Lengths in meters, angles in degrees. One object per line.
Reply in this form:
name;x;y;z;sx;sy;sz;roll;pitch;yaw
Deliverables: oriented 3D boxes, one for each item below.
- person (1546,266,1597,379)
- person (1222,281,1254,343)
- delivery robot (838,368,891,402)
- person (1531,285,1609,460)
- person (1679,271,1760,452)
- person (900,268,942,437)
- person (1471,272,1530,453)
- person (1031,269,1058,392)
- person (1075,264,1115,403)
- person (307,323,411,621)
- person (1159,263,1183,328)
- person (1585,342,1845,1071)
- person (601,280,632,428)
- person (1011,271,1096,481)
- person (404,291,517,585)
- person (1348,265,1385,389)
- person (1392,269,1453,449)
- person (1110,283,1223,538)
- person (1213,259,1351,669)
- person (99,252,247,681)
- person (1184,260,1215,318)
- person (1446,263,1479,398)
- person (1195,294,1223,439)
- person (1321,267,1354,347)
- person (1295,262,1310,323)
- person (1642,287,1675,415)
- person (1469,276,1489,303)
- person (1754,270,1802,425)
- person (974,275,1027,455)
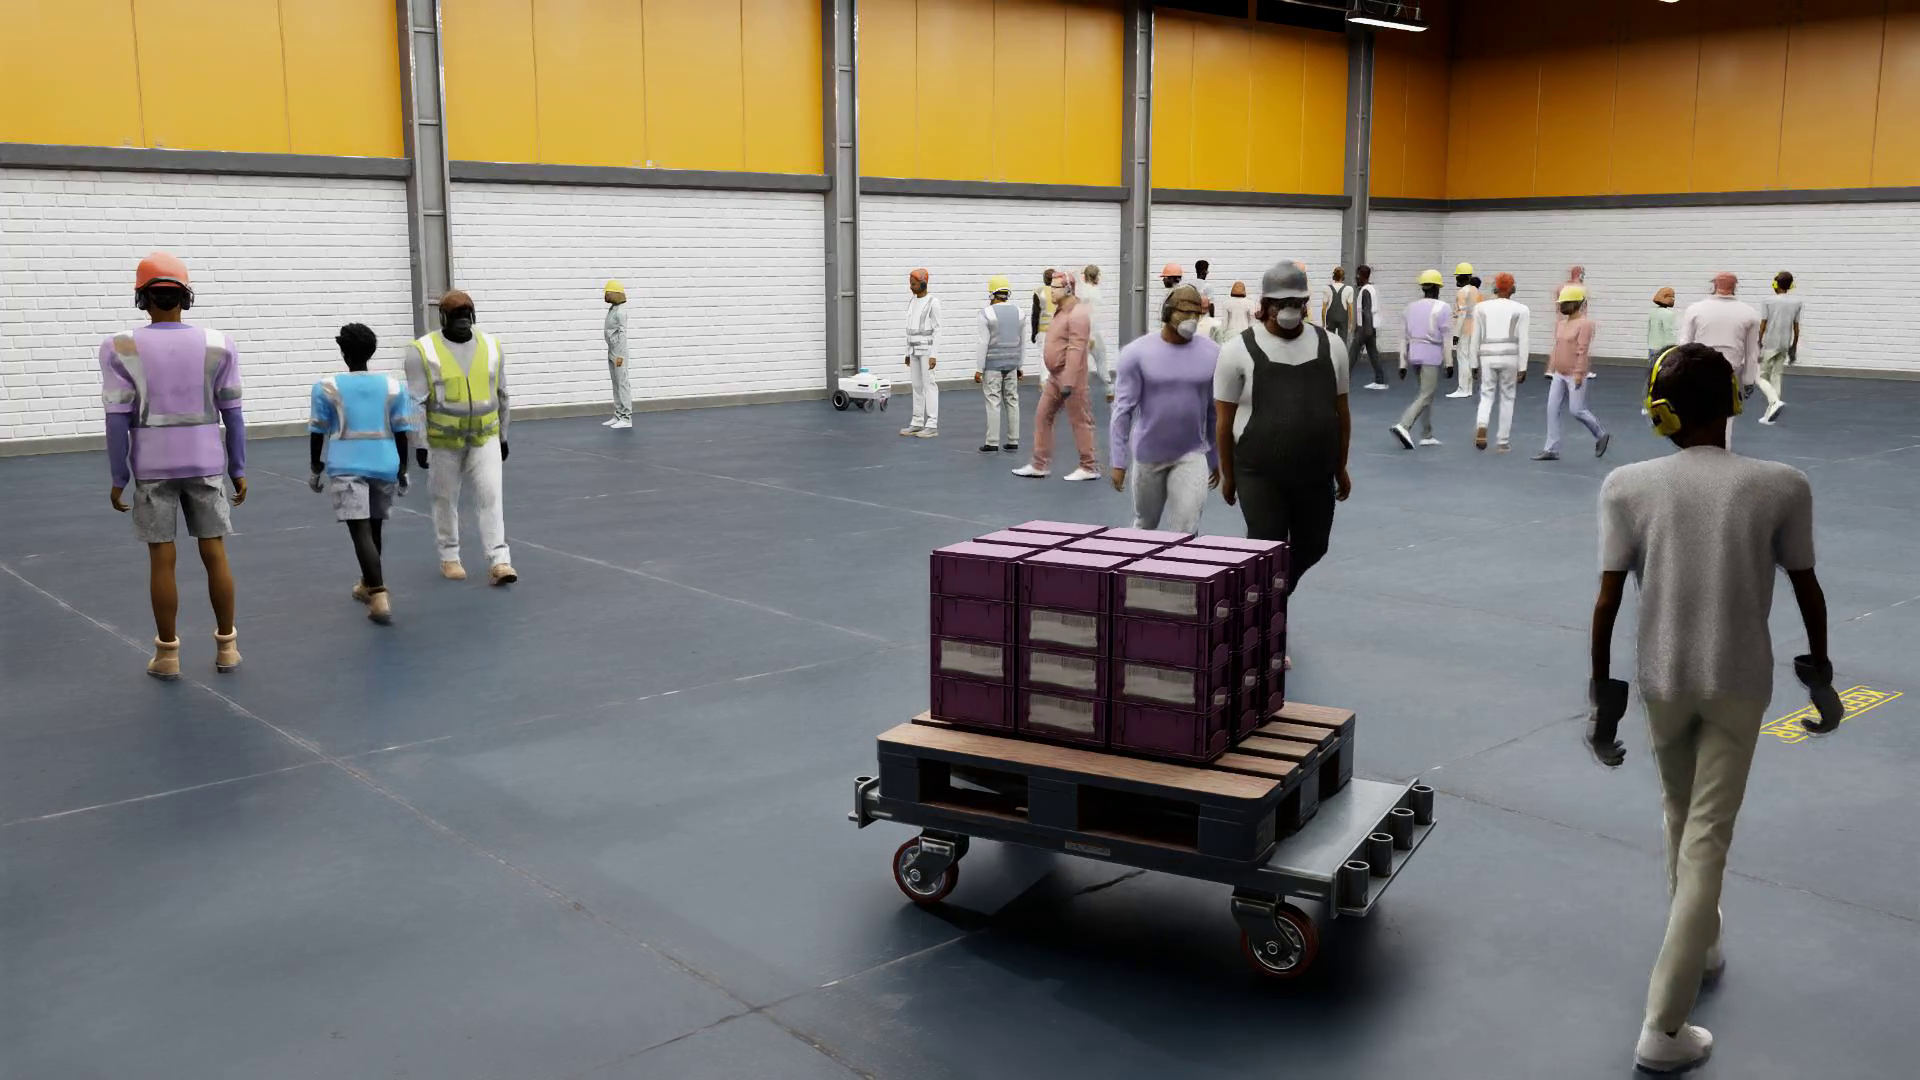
person;10.031;-3.548;27.270;1.001;1.862;0.658;-5;11;-29
person;4.279;-3.161;25.635;0.498;1.634;0.281;1;10;7
delivery robot;-1.247;-2.007;21.761;0.707;0.478;0.477;7;12;37
person;6.074;-1.643;16.431;0.706;1.742;0.529;-3;10;-19
person;6.877;-1.494;15.145;0.694;1.887;0.451;2;10;13
person;-0.431;-2.095;18.657;0.354;1.887;0.573;-7;12;-35
person;5.499;-1.802;16.993;0.593;1.865;0.625;5;11;28
person;1.367;-3.104;24.756;0.657;1.837;0.472;-2;10;-14
person;1.863;-2.811;22.826;0.950;1.901;0.635;-5;11;-28
person;-3.367;-0.391;9.365;0.540;1.652;0.875;-7;12;-37
person;2.698;-2.542;21.123;0.376;1.939;0.547;3;10;19
person;1.957;0.394;4.349;0.564;1.796;0.981;7;12;36
person;-4.076;-2.201;19.693;0.289;1.746;0.487;-5;11;-27
person;0.845;-1.450;14.905;0.852;1.875;0.686;-3;10;-16
person;-3.027;-0.608;10.189;0.657;1.800;0.903;-6;11;-31
person;6.071;-3.243;25.393;0.963;1.869;0.626;3;10;18
person;4.846;-1.907;17.583;0.839;1.889;0.610;-6;11;-32
person;1.136;-0.462;9.111;0.657;1.889;1.042;0;10;-3
person;1.613;-0.422;8.408;0.675;2.000;0.809;-1;10;-8
person;-3.755;-0.349;7.978;0.615;2.040;0.381;-6;12;-33
person;3.956;-3.655;27.618;0.651;1.964;0.484;9;13;44
person;7.196;-2.994;23.795;0.371;1.928;0.584;7;12;35
person;2.599;-1.863;18.082;0.518;1.622;0.481;1;10;5
person;6.254;-3.598;27.578;0.521;1.844;0.331;3;10;16
person;5.412;-3.490;26.716;0.383;1.929;0.538;-1;10;-5
person;8.877;-2.381;21.075;0.275;1.631;0.507;-1;10;-4
person;8.764;-3.653;28.389;0.540;1.680;0.583;0;10;-1
person;9.770;-2.286;19.876;0.521;1.849;0.501;0;10;-3
person;0.398;-1.790;17.027;0.601;1.830;0.404;-6;12;-33
